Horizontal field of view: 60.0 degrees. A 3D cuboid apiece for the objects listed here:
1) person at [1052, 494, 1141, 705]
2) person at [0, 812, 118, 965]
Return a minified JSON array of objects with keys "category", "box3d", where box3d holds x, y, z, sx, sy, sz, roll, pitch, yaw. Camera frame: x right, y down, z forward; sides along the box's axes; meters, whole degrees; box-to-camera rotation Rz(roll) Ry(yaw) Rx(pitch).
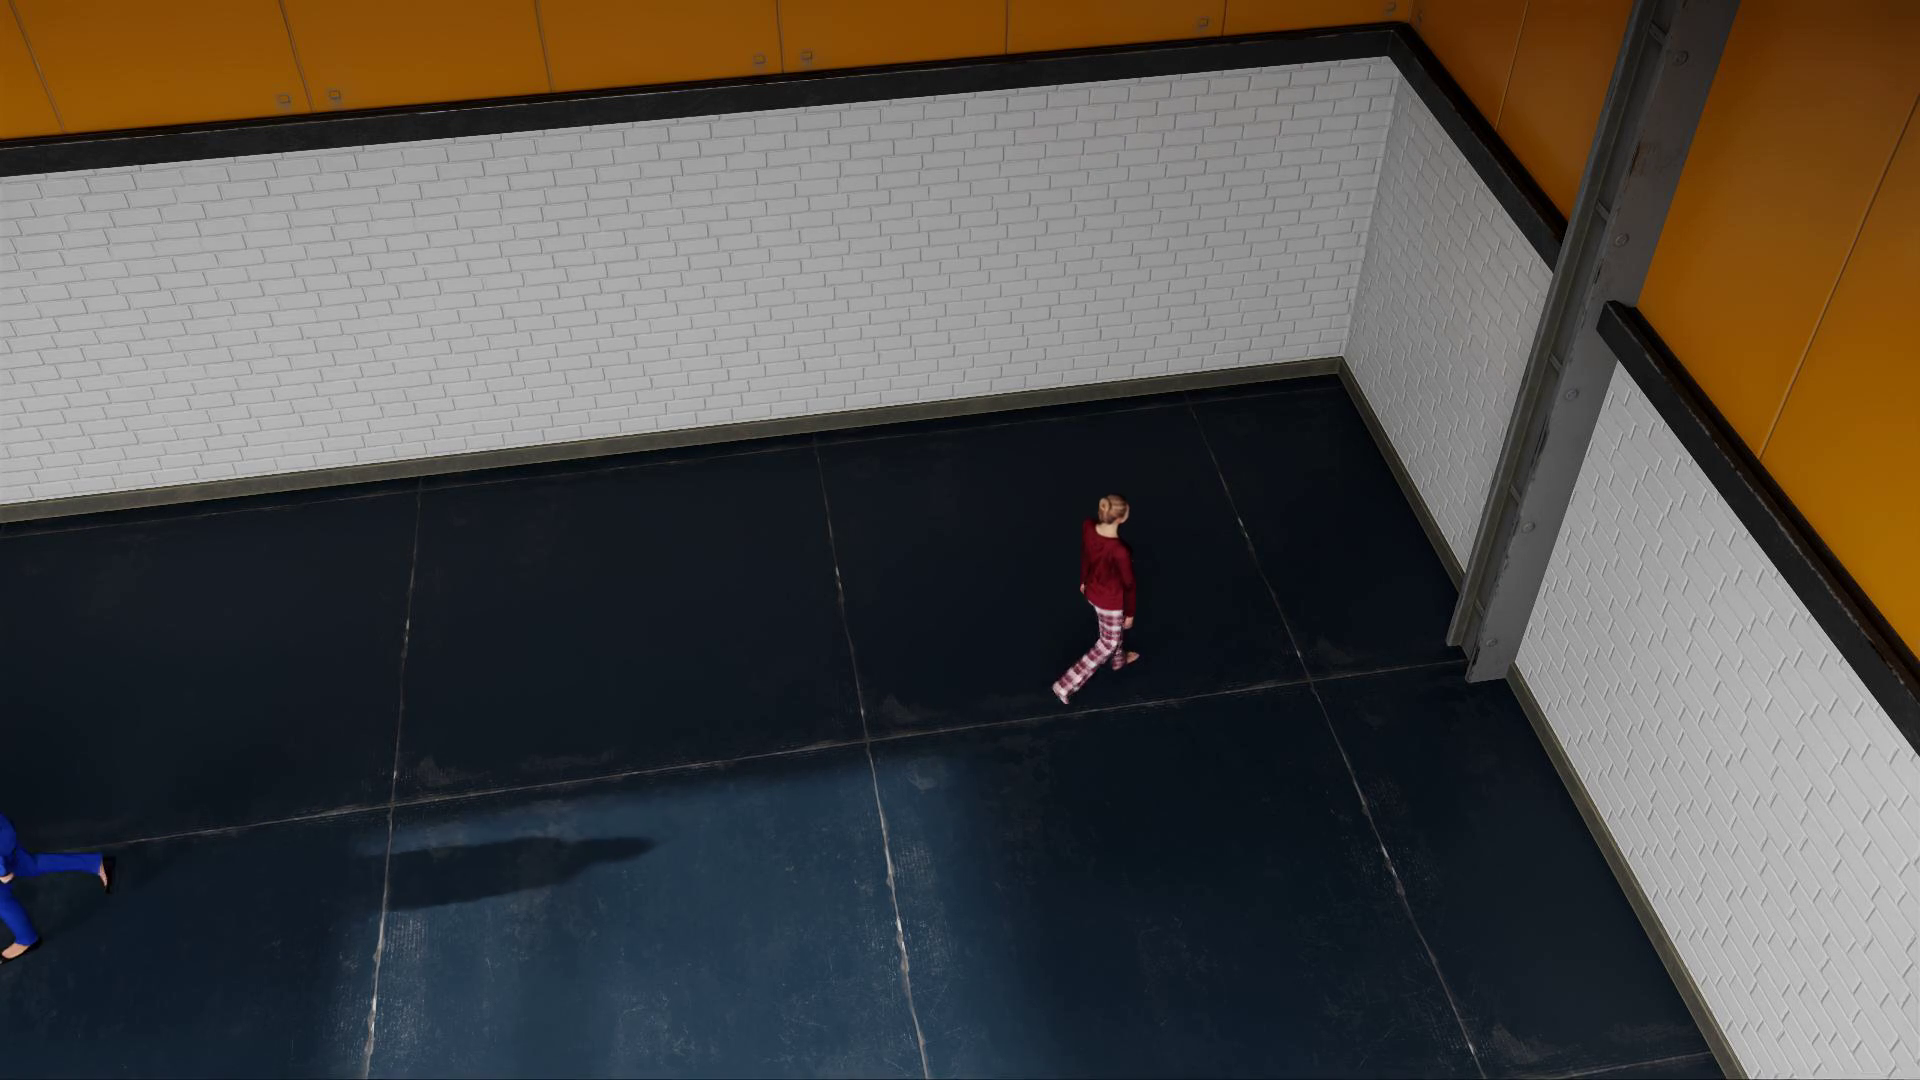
[{"category":"person","box3d":[0.886,0.384,10.535,0.944,1.671,1.049,-25,49,-24]},{"category":"person","box3d":[-5.245,1.649,9.203,0.972,1.677,1.070,-27,50,-26]}]
